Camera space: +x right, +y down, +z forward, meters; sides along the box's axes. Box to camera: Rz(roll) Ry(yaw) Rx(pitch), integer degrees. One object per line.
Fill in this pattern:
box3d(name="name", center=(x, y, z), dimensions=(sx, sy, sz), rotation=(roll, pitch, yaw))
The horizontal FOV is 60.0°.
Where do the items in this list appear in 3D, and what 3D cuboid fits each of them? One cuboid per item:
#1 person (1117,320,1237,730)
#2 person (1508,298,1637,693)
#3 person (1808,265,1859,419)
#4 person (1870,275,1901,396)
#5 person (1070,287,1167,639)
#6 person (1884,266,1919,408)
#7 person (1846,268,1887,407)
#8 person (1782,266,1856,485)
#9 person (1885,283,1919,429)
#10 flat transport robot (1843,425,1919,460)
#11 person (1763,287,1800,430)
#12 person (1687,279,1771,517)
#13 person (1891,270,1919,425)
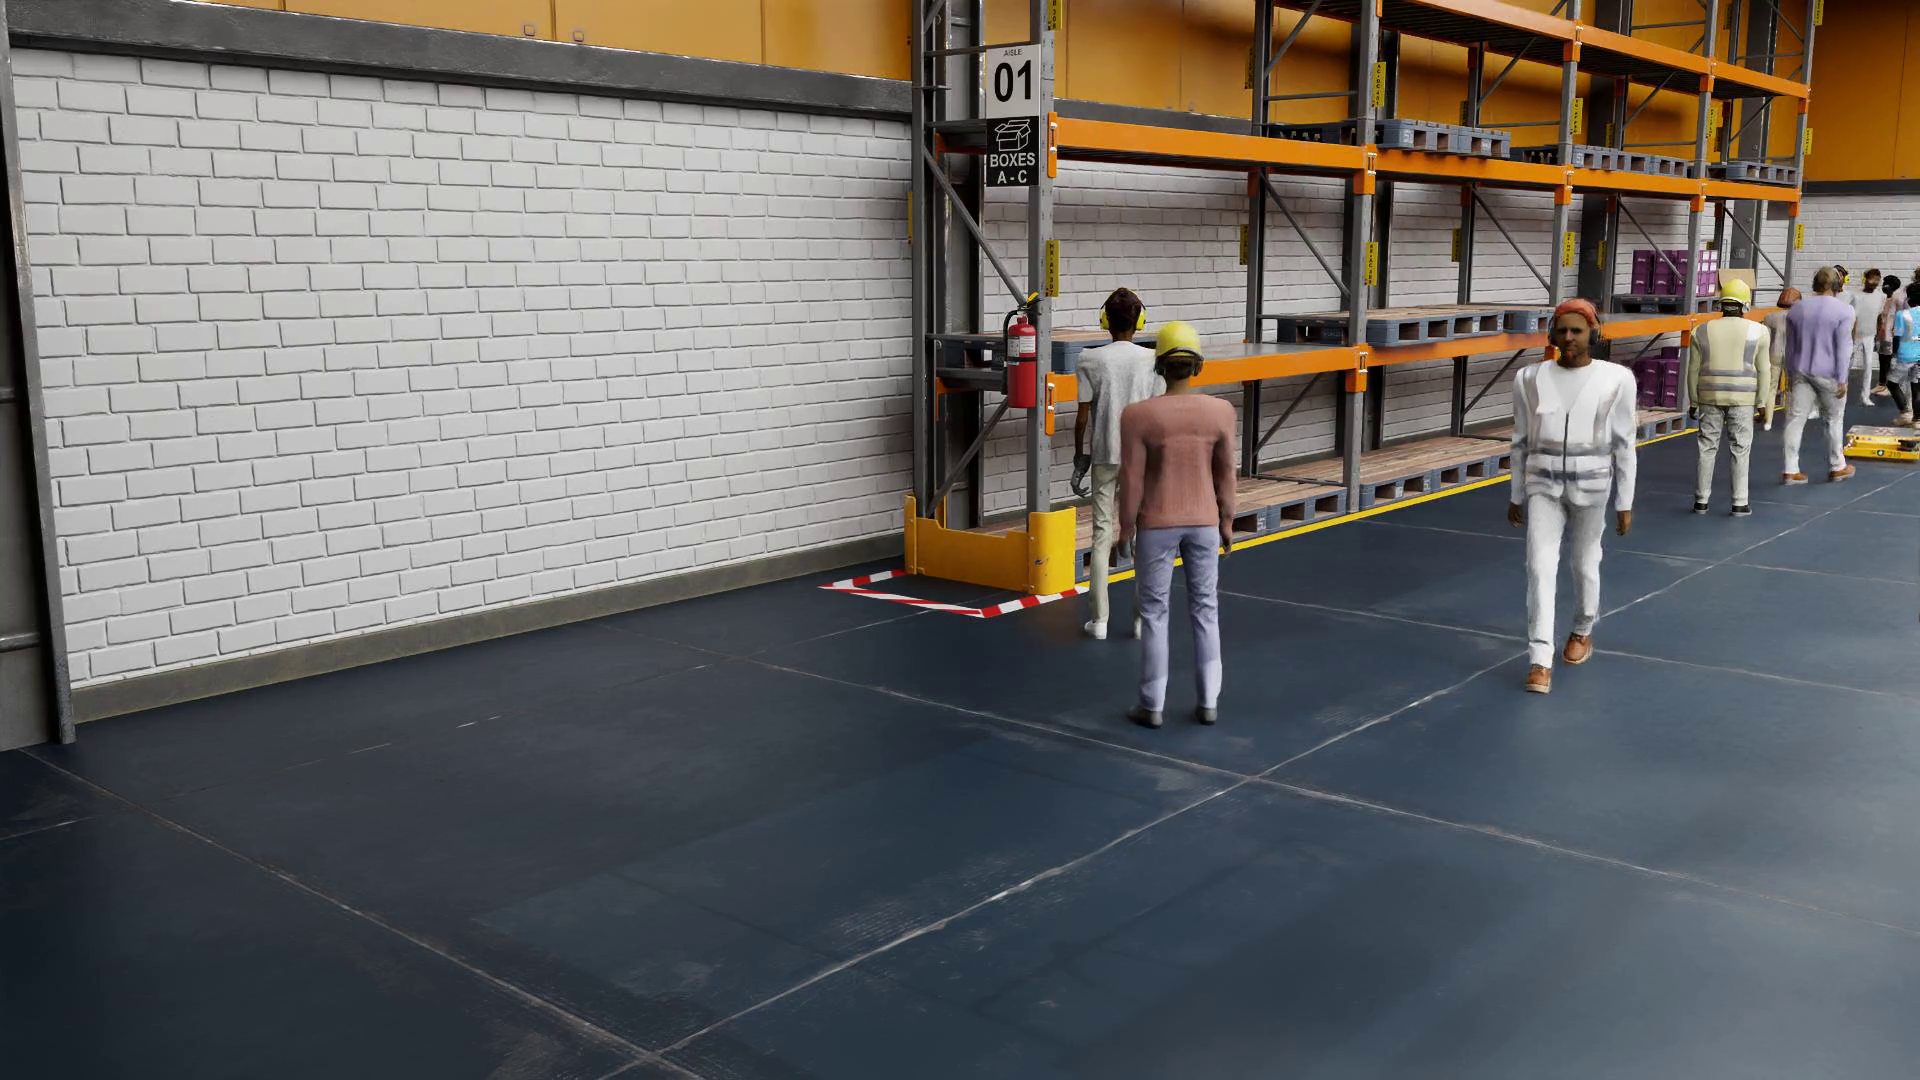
box3d(name="person", center=(0.934, -0.060, 7.206), dimensions=(0.533, 1.768, 0.321), rotation=(-2, 10, -10))
box3d(name="person", center=(2.947, -0.242, 8.024), dimensions=(0.584, 1.849, 0.935), rotation=(5, 11, 27))
box3d(name="person", center=(10.535, -2.376, 20.092), dimensions=(0.520, 1.873, 0.328), rotation=(9, 13, 42))
box3d(name="person", center=(13.047, -2.871, 23.402), dimensions=(0.321, 1.697, 0.530), rotation=(1, 10, 6))
box3d(name="person", center=(0.851, -0.397, 8.840), dimensions=(0.534, 1.866, 0.315), rotation=(0, 10, 2))
box3d(name="person", center=(12.554, -2.681, 21.896), dimensions=(0.646, 1.860, 0.971), rotation=(9, 13, 42))
box3d(name="person", center=(11.976, -2.705, 22.171), dimensions=(0.582, 1.815, 0.900), rotation=(3, 10, 14))
box3d(name="person", center=(7.614, -1.444, 14.676), dimensions=(0.951, 1.901, 0.648), rotation=(-6, 12, -32))
box3d(name="person", center=(10.718, -2.043, 18.729), dimensions=(0.562, 1.678, 0.366), rotation=(-2, 10, -9))
box3d(name="flat transport robot", center=(9.337, -0.997, 16.795), dimensions=(0.652, 0.197, 1.431), rotation=(6, 12, 31))
box3d(name="person", center=(9.369, -2.048, 18.902), dimensions=(0.500, 1.633, 0.279), rotation=(8, 13, 37))
box3d(name="person", center=(5.960, -1.096, 12.911), dimensions=(0.589, 1.833, 0.404), rotation=(6, 12, 32))
box3d(name="person", center=(11.207, -2.241, 19.411), dimensions=(0.622, 1.845, 0.430), rotation=(-3, 10, -14))
